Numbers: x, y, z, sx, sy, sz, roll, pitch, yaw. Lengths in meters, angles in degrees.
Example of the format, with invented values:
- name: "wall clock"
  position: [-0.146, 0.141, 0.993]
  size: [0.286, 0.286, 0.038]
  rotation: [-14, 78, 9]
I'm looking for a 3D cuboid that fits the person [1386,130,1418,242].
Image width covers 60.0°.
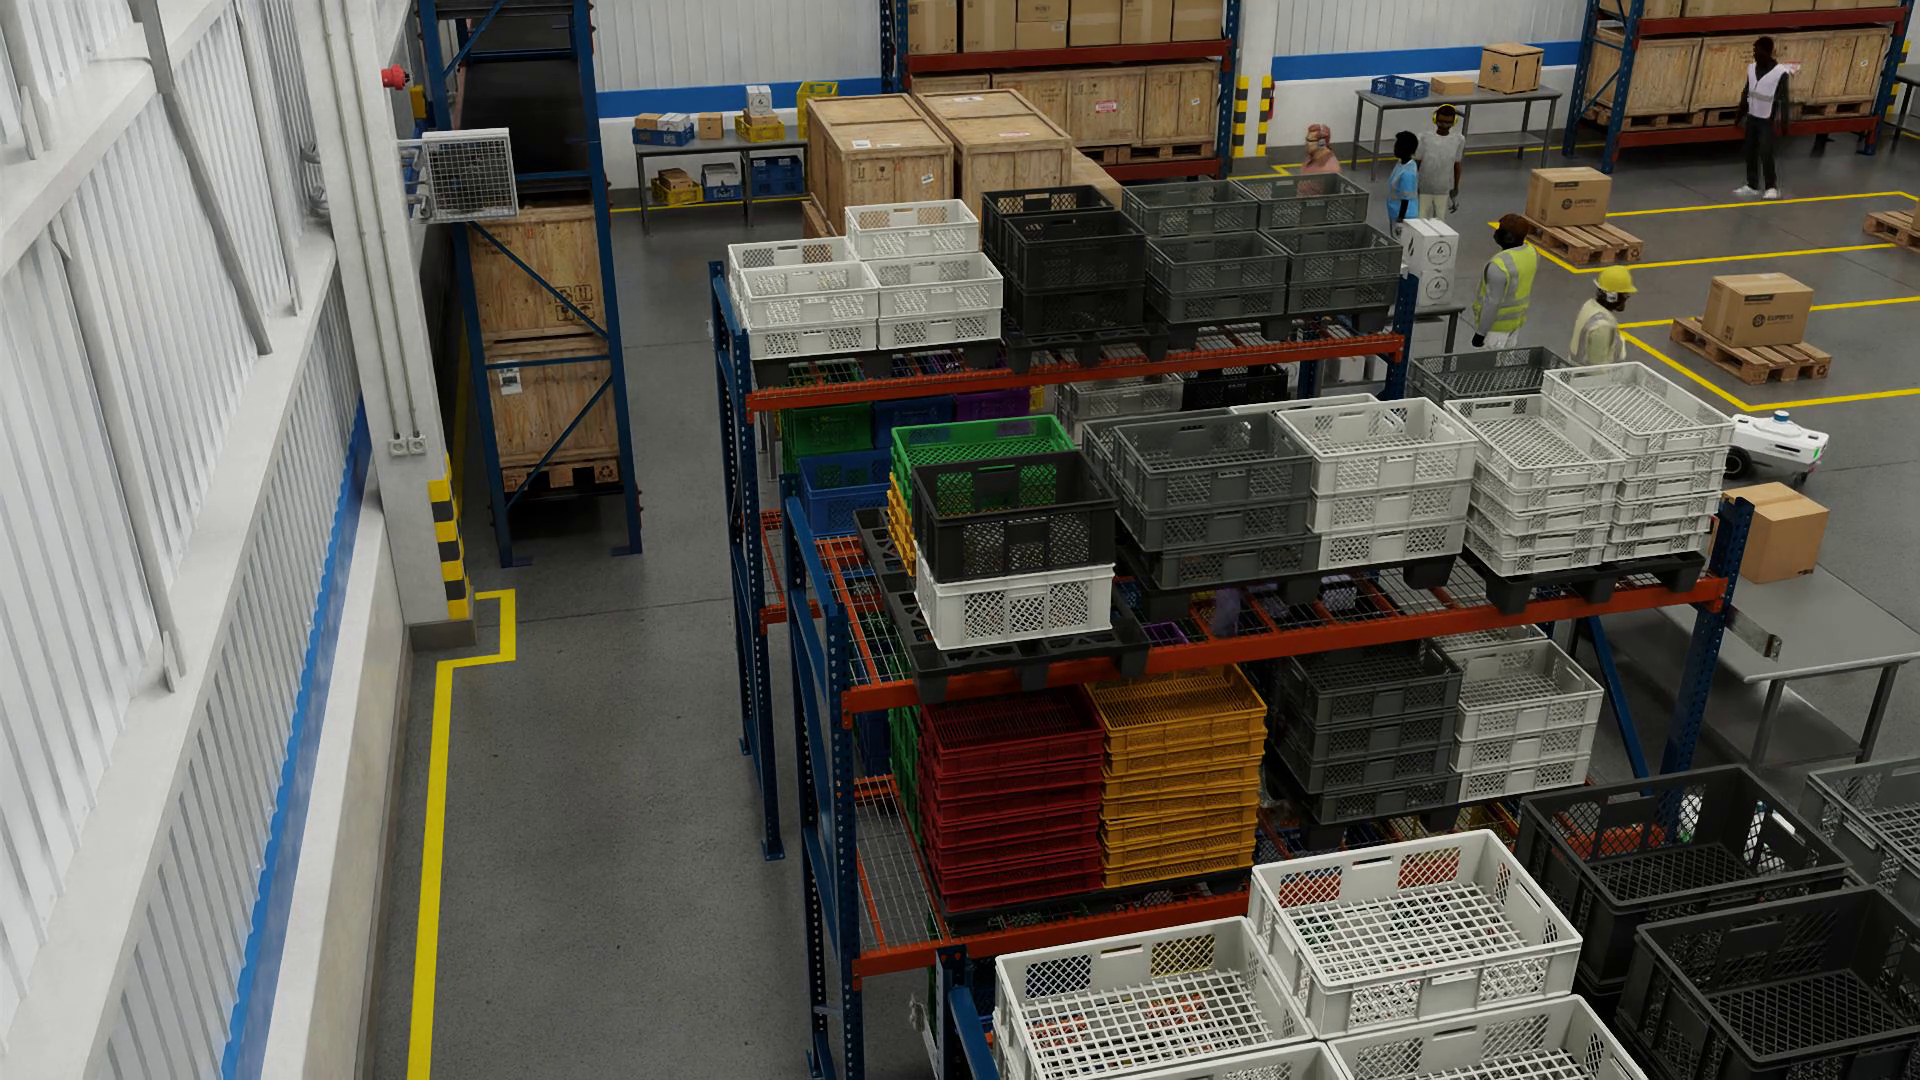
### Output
- name: "person"
  position: [4.423, -3.258, 16.692]
  size: [0.322, 1.689, 0.537]
  rotation: [4, 28, 8]

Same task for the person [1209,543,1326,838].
- name: "person"
  position: [1.606, 0.765, 8.844]
  size: [0.542, 1.890, 0.663]
  rotation: [-20, 34, -33]

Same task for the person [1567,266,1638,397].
- name: "person"
  position: [4.826, -1.211, 12.680]
  size: [0.408, 1.820, 0.603]
  rotation: [6, 28, 11]

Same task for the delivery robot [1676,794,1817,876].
- name: "delivery robot"
  position: [4.118, 1.545, 8.686]
  size: [0.707, 0.478, 0.477]
  rotation: [8, 29, 15]

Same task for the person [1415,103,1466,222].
- name: "person"
  position: [4.860, -3.545, 17.049]
  size: [0.512, 1.865, 0.329]
  rotation: [3, 28, 5]

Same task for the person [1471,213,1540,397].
- name: "person"
  position: [4.443, -1.801, 13.758]
  size: [0.429, 1.847, 0.627]
  rotation: [25, 37, 38]

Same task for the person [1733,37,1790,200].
- name: "person"
  position: [9.590, -5.042, 19.876]
  size: [0.458, 1.873, 0.649]
  rotation: [-10, 29, -18]

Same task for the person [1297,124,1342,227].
- name: "person"
  position: [3.406, -3.082, 16.125]
  size: [0.402, 1.904, 0.652]
  rotation: [-4, 28, -8]

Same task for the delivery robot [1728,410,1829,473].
- name: "delivery robot"
  position: [6.421, -0.780, 13.098]
  size: [0.707, 0.478, 0.477]
  rotation: [19, 33, 32]
